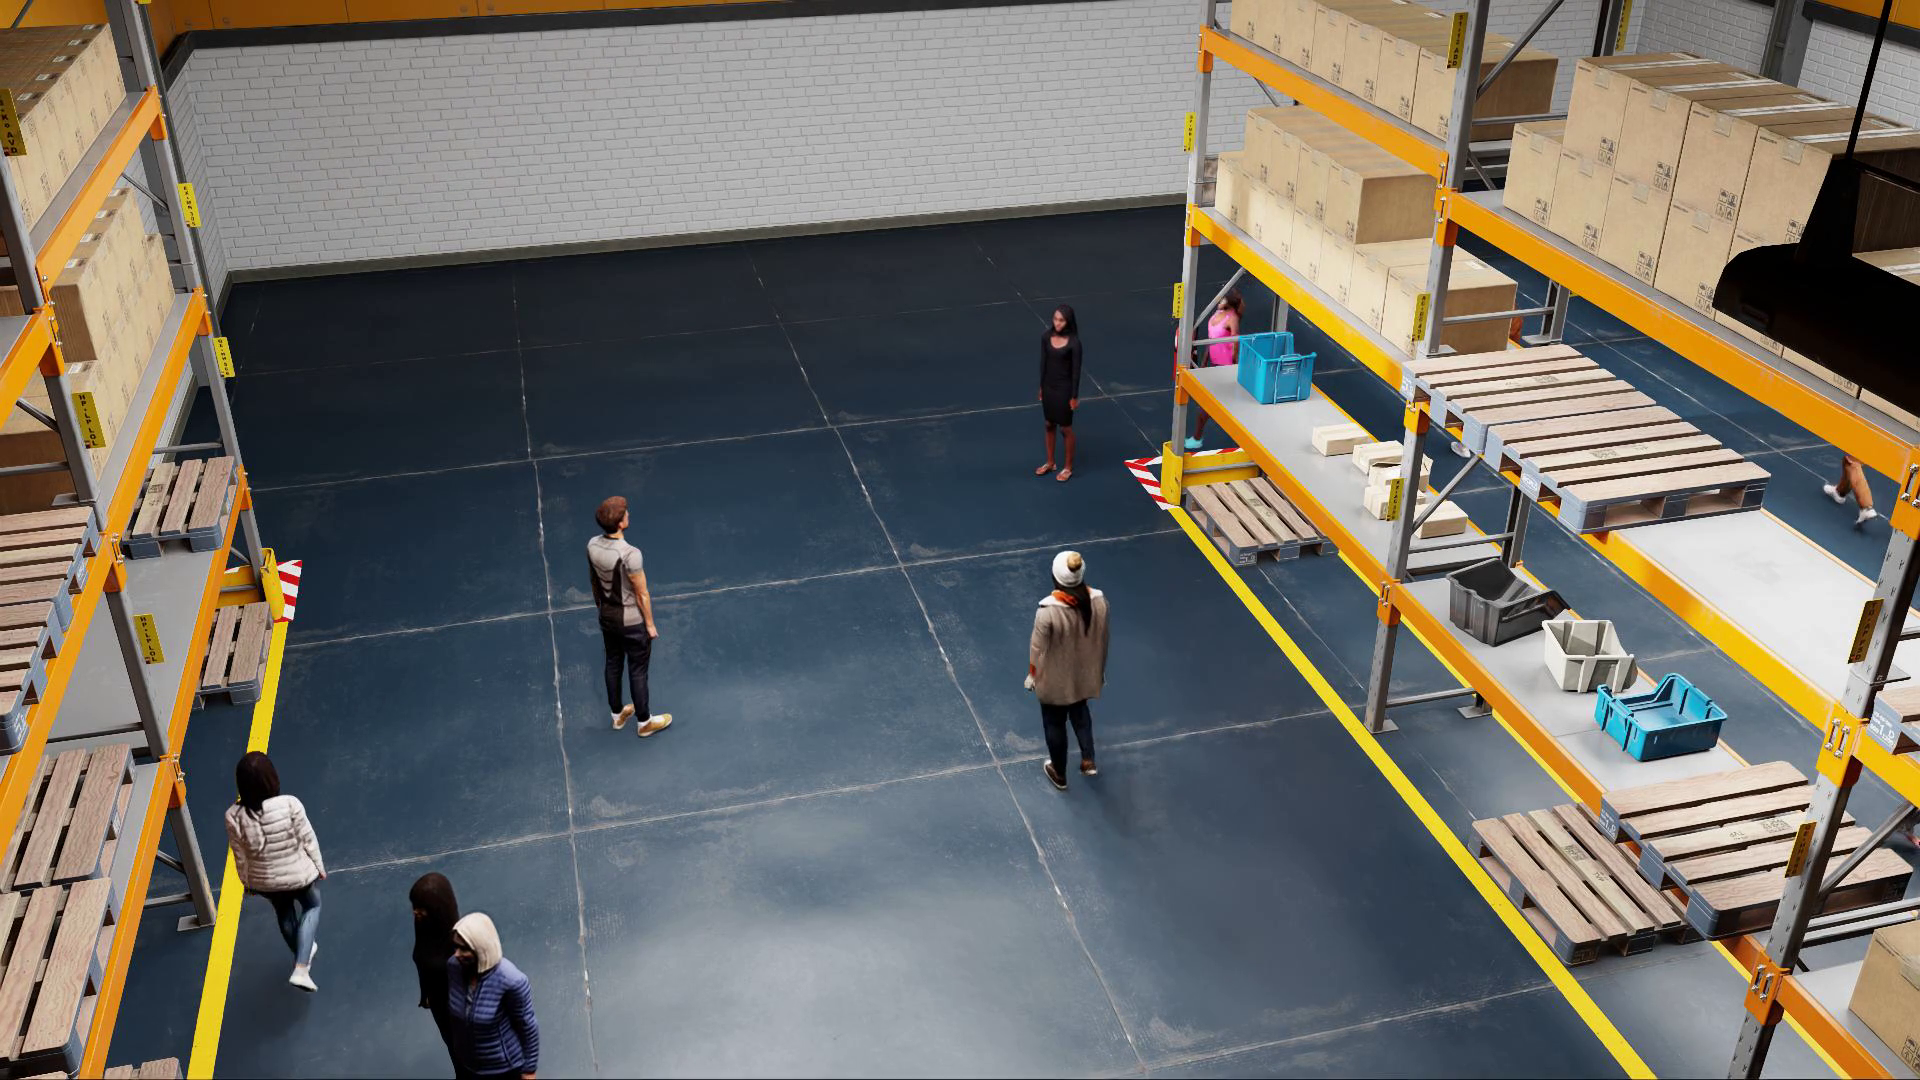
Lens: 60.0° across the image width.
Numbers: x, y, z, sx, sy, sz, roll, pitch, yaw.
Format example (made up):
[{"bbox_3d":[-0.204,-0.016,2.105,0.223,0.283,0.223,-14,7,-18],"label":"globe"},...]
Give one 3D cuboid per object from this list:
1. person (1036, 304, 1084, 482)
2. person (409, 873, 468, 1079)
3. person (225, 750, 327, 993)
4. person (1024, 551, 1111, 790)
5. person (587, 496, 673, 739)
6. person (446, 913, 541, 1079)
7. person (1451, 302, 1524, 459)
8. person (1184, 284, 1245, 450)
[{"bbox_3d":[0.944,-1.413,15.700,0.661,1.724,0.761,23,36,36],"label":"person"},{"bbox_3d":[-2.656,2.410,8.778,0.657,1.641,0.707,14,32,24],"label":"person"},{"bbox_3d":[-3.931,1.956,9.622,0.686,1.629,0.871,-4,29,-6],"label":"person"},{"bbox_3d":[0.759,0.913,11.273,0.747,1.879,0.781,-12,31,-20],"label":"person"},{"bbox_3d":[-2.415,0.547,11.930,0.720,1.894,0.777,15,32,26],"label":"person"},{"bbox_3d":[-2.340,2.568,8.381,0.726,1.744,0.748,11,30,19],"label":"person"},{"bbox_3d":[5.095,-1.668,16.047,0.760,1.839,0.758,-2,29,-4],"label":"person"},{"bbox_3d":[2.654,-1.693,16.257,0.644,1.681,1.101,-5,29,-10],"label":"person"}]
